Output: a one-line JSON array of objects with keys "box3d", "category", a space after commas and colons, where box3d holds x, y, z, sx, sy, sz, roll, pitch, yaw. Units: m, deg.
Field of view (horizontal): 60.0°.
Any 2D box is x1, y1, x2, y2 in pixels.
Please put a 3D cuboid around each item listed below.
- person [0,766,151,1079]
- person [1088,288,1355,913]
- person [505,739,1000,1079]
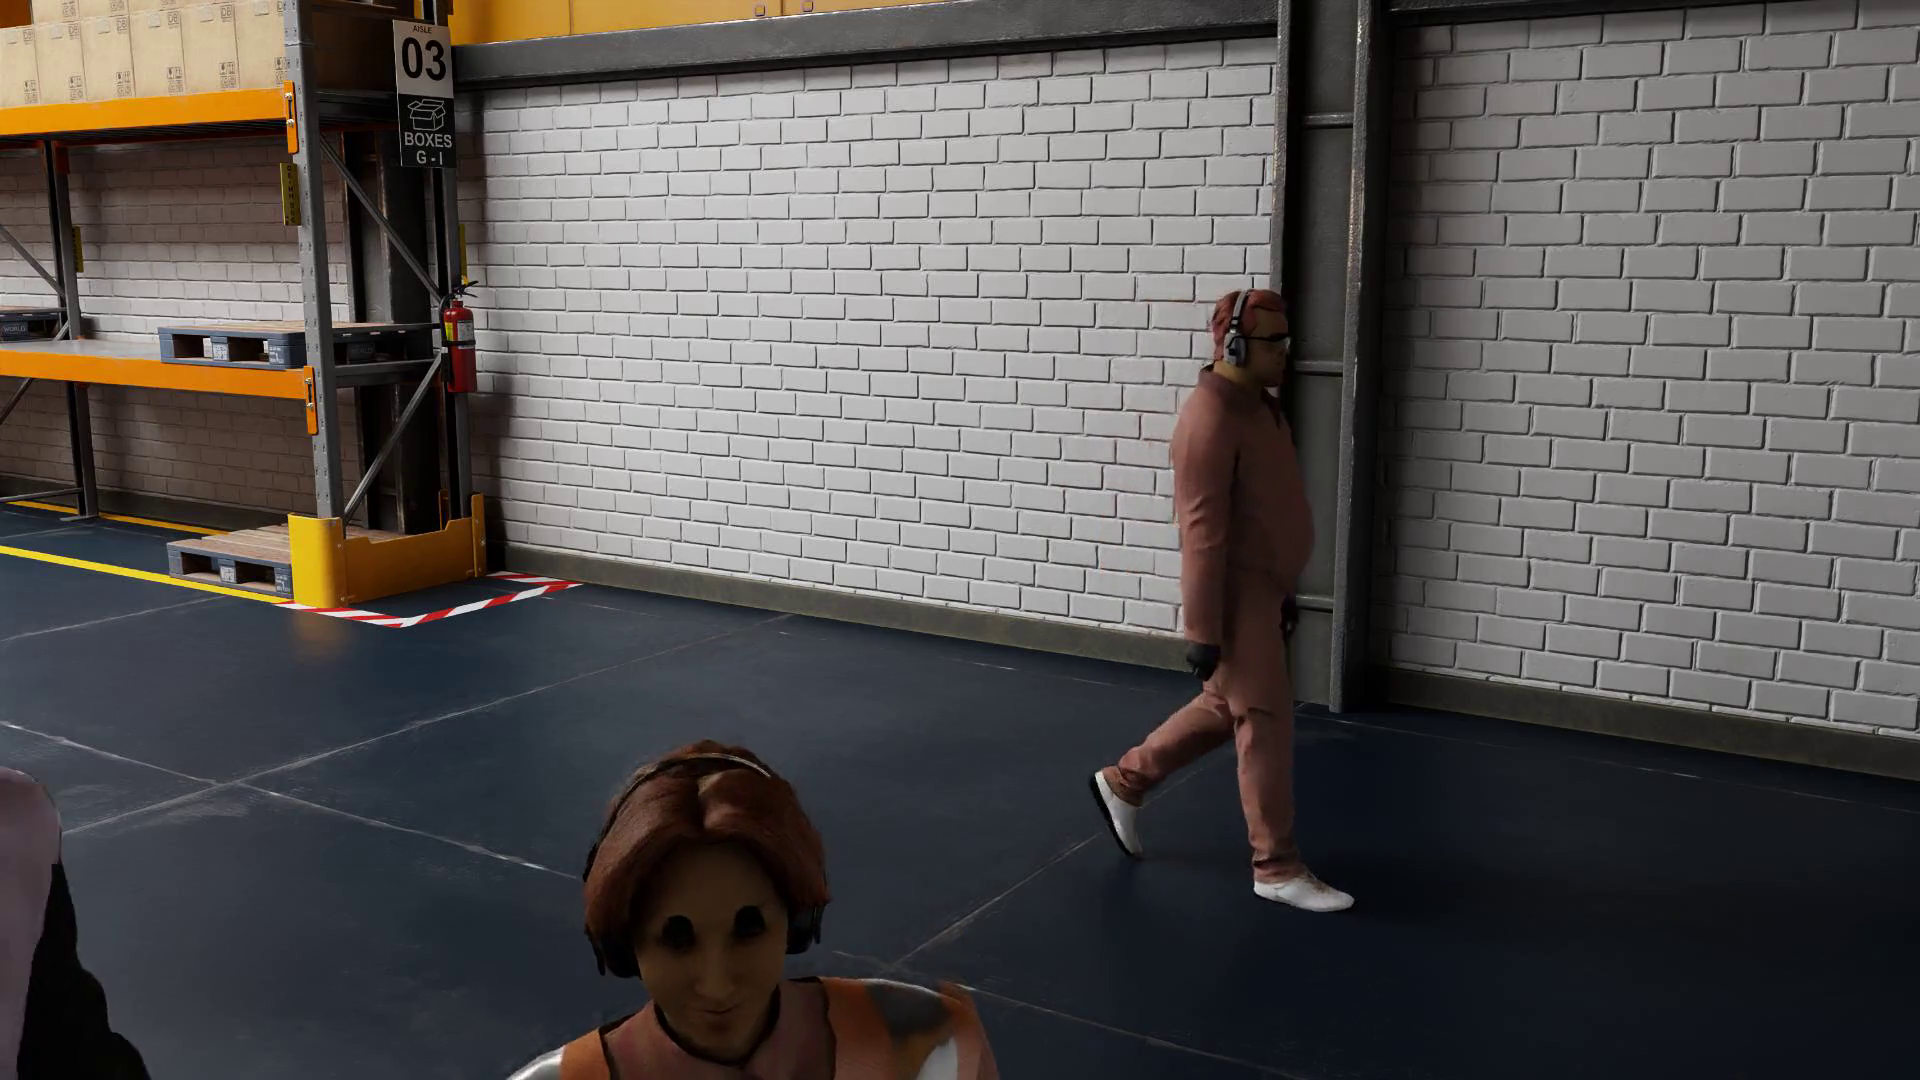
[{"box3d": [-0.906, 0.843, 1.440, 0.996, 1.864, 0.600, 1, 10, 4], "category": "person"}, {"box3d": [0.806, 0.172, 5.108, 0.829, 1.883, 0.643, 4, 11, 19], "category": "person"}, {"box3d": [-0.190, 0.952, 1.556, 0.519, 1.606, 0.801, -4, 11, -22], "category": "person"}]
